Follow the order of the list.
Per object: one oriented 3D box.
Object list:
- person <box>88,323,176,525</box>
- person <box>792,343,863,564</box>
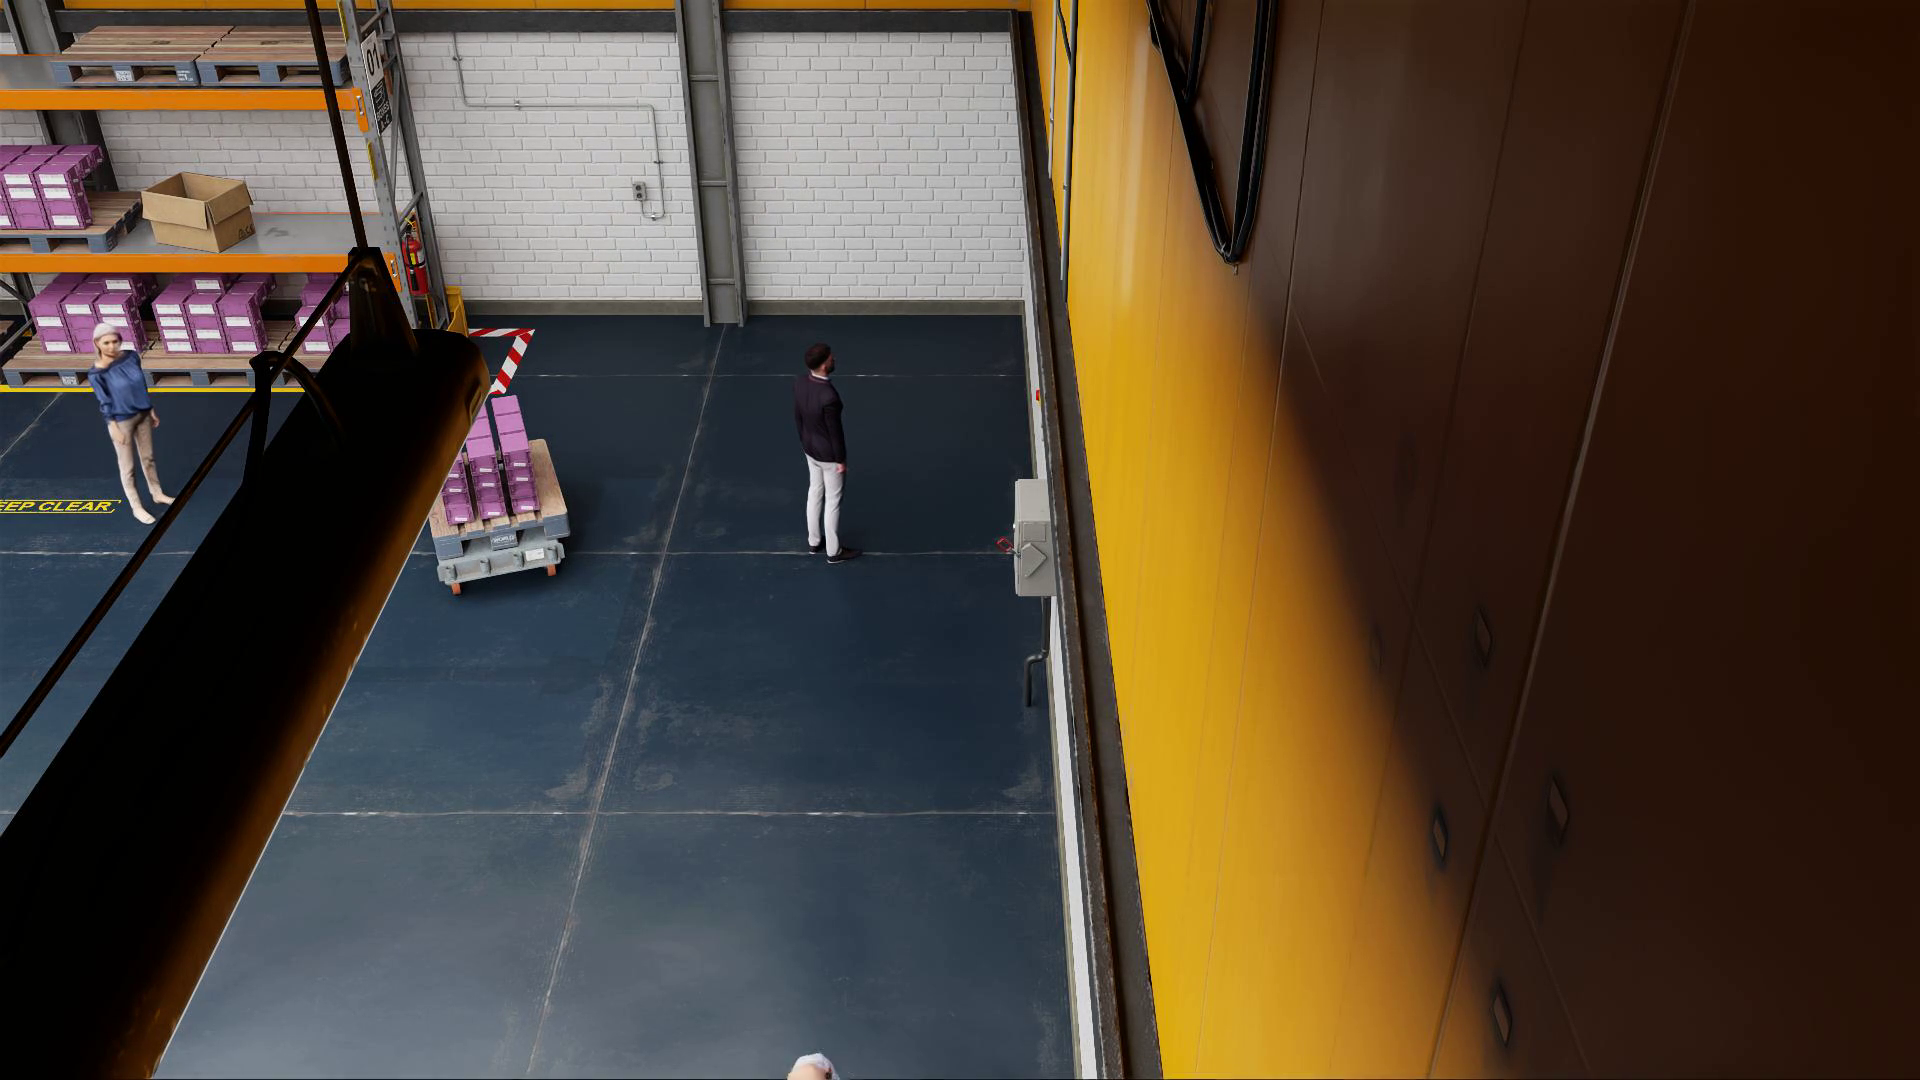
[{"bbox_3d":[-6.646,-0.960,13.293,0.696,1.699,0.696,13,36,19],"label":"person"},{"bbox_3d":[-1.049,-0.670,12.726,0.781,1.844,0.735,-26,42,-34],"label":"person"}]
